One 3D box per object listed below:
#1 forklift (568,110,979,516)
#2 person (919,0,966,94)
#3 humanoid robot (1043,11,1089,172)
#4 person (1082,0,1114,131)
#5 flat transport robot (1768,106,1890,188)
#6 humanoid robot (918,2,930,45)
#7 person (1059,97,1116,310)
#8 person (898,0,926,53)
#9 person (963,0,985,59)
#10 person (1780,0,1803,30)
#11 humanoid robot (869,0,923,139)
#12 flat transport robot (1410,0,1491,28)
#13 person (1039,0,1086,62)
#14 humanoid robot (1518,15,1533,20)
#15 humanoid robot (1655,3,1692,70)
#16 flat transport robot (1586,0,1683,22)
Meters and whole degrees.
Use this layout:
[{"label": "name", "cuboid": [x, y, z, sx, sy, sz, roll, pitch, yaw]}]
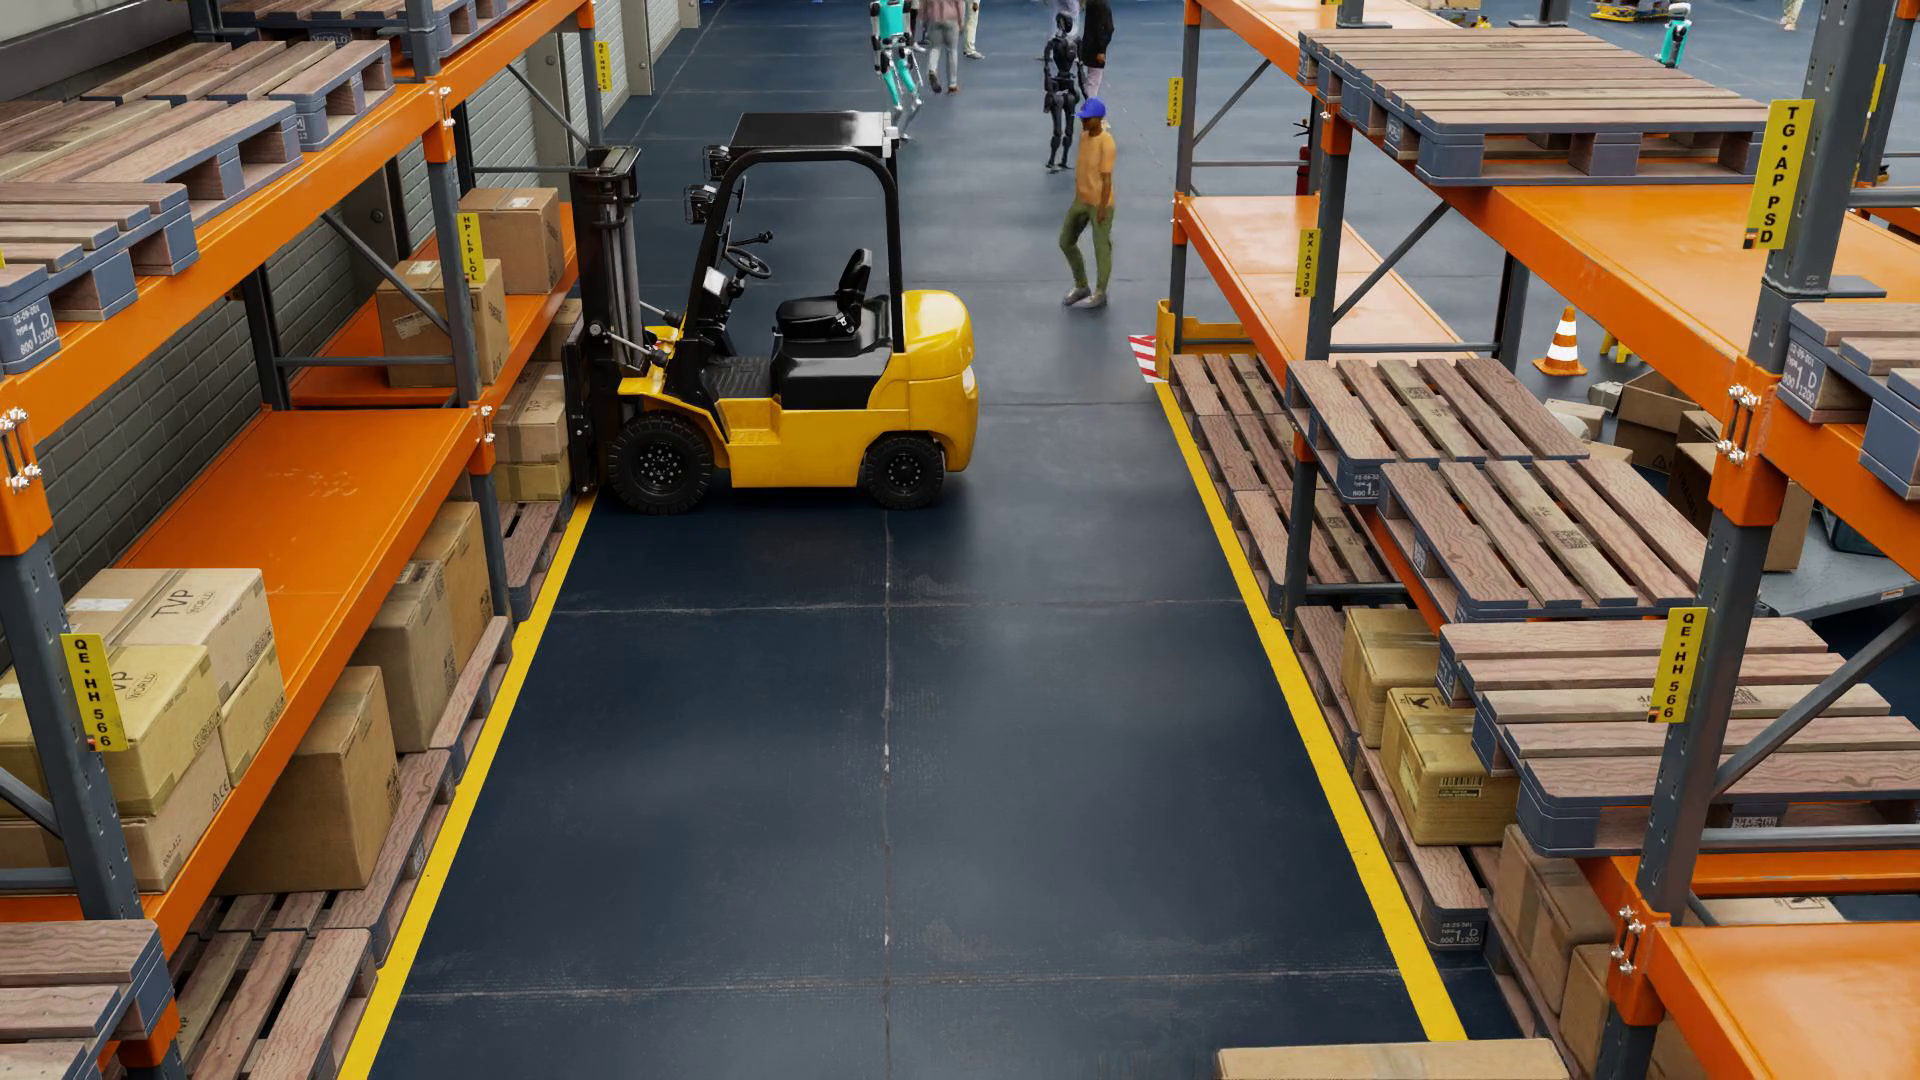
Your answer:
[{"label": "forklift", "cuboid": [-1.043, -1.379, 9.976, 2.313, 2.155, 1.214, -1, 25, -2]}, {"label": "person", "cuboid": [-0.252, -6.771, 21.727, 0.664, 1.909, 0.646, 6, 26, 12]}, {"label": "humanoid robot", "cuboid": [1.129, -4.815, 17.846, 0.601, 1.656, 0.333, -19, 31, -34]}, {"label": "person", "cuboid": [1.625, -5.844, 19.822, 0.412, 1.856, 0.531, 1, 25, 1]}, {"label": "flat transport robot", "cuboid": [9.063, -3.993, 17.759, 0.659, 0.231, 1.431, -21, 32, -37]}, {"label": "humanoid robot", "cuboid": [-0.507, -8.508, 25.661, 0.344, 1.647, 0.597, 10, 27, 20]}, {"label": "person", "cuboid": [1.016, -2.657, 13.242, 0.500, 1.698, 0.472, -17, 30, -32]}, {"label": "person", "cuboid": [-0.760, -8.271, 24.911, 0.377, 1.899, 0.544, 20, 32, 36]}, {"label": "person", "cuboid": [0.215, -8.008, 24.533, 0.345, 1.745, 0.562, -3, 25, -7]}, {"label": "person", "cuboid": [13.653, -9.268, 27.050, 0.450, 1.877, 0.535, -22, 33, -38]}, {"label": "humanoid robot", "cuboid": [-0.669, -5.423, 19.098, 0.541, 1.827, 0.664, -16, 30, -30]}, {"label": "flat transport robot", "cuboid": [7.940, -8.477, 27.256, 1.431, 0.231, 0.659, 5, 26, 9]}, {"label": "person", "cuboid": [1.494, -7.877, 24.193, 0.746, 1.803, 0.380, 14, 29, 27]}, {"label": "humanoid robot", "cuboid": [5.894, -4.705, 17.618, 0.590, 1.647, 0.338, -5, 26, -11]}, {"label": "humanoid robot", "cuboid": [7.320, -4.782, 17.816, 0.747, 1.879, 0.552, 8, 26, 16]}, {"label": "flat transport robot", "cuboid": [11.534, -9.048, 28.464, 1.431, 0.231, 0.659, -16, 30, -30]}]
